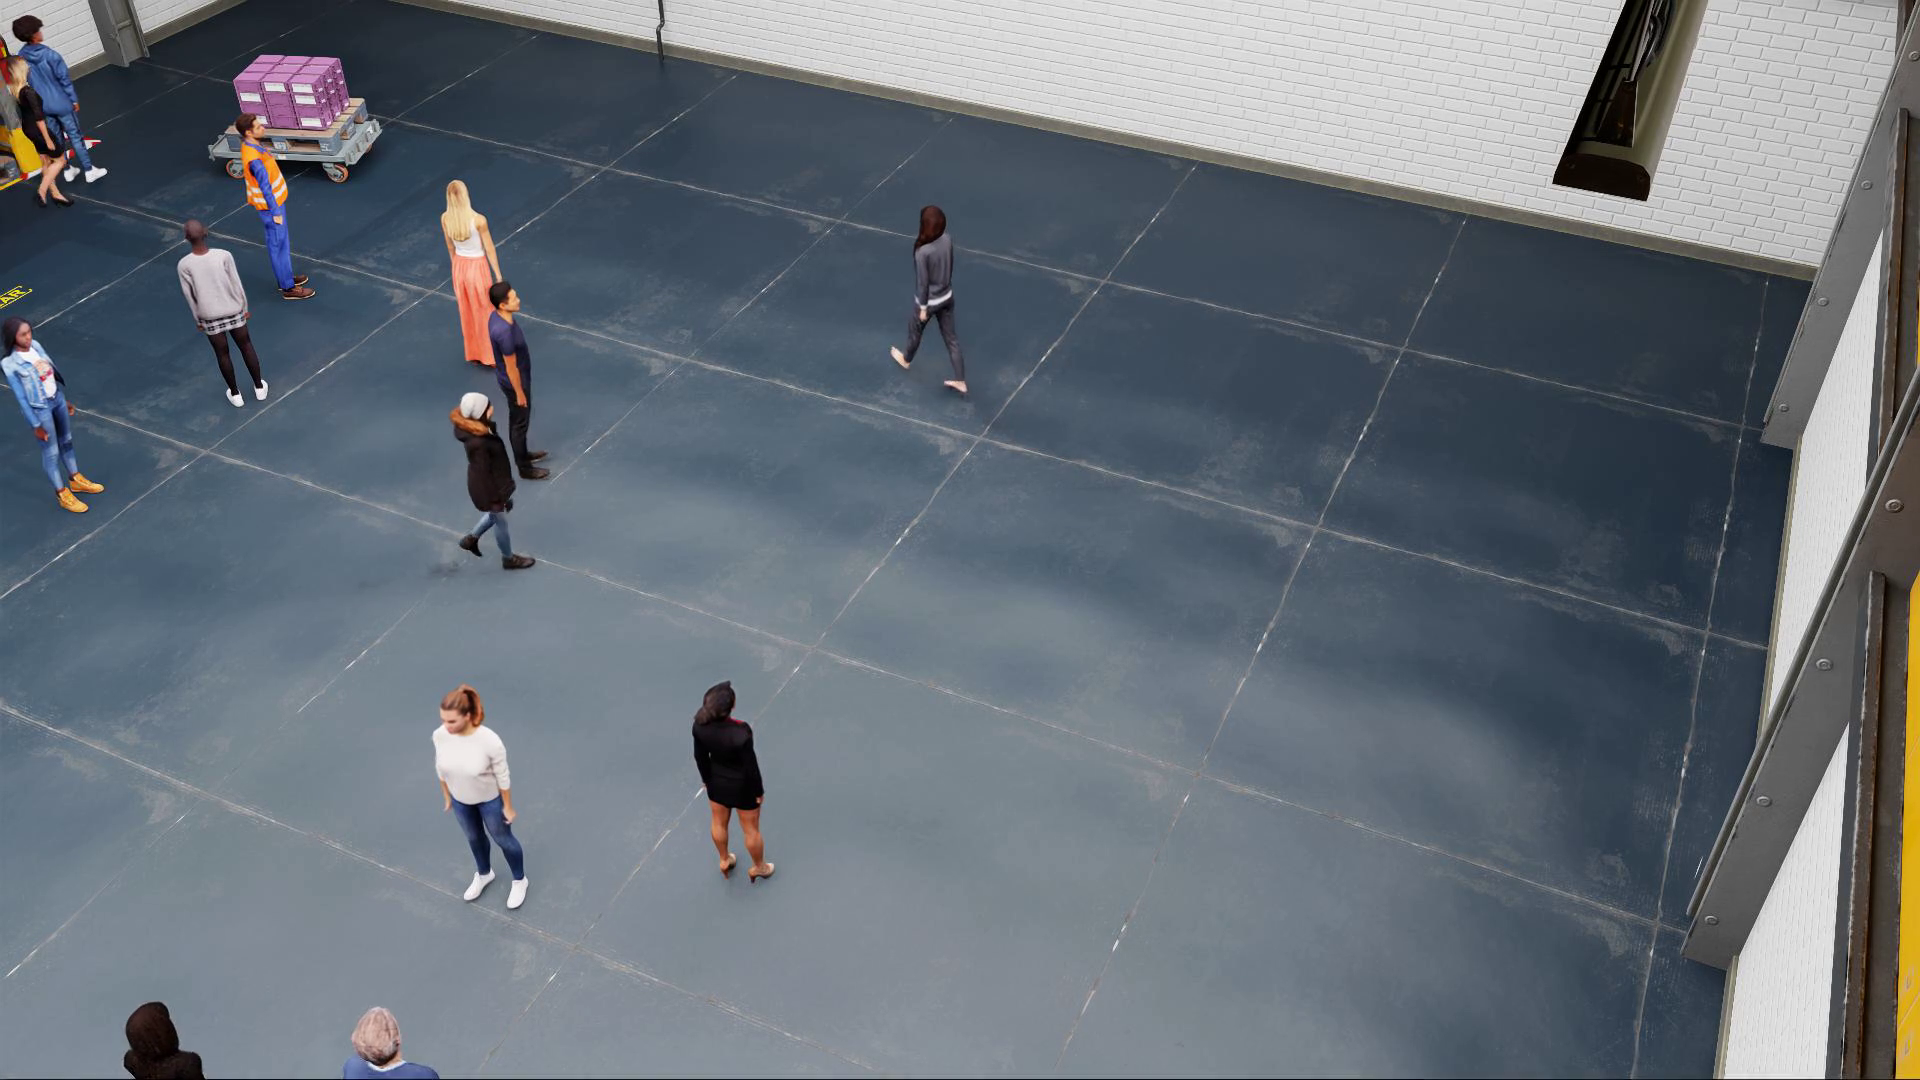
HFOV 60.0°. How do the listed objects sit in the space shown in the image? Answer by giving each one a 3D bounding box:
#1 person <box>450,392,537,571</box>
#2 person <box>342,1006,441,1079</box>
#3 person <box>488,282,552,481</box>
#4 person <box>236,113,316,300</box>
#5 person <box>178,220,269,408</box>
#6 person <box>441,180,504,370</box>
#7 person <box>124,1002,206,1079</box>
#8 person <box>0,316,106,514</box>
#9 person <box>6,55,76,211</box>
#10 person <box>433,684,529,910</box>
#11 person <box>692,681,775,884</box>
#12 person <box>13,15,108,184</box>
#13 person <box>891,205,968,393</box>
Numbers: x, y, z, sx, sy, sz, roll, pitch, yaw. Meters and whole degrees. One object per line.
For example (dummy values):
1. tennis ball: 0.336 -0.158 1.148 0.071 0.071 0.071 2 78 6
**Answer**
1. person: -3.628 -0.418 12.579 0.911 1.627 0.863 -9 40 -11
2. person: -2.698 3.013 8.111 0.771 1.840 0.946 13 40 16
3. person: -3.643 -1.312 13.568 0.769 1.790 0.698 -11 40 -14
4. person: -6.583 -3.197 15.870 0.827 1.863 0.797 -18 42 -21
5. person: -6.401 -1.968 14.404 0.668 1.772 0.762 -19 42 -22
6. person: -4.359 -2.367 14.880 0.640 1.801 0.602 12 40 15
7. person: -3.925 2.964 8.342 0.667 1.630 0.716 4 39 5
8. person: -7.302 -1.025 13.268 0.722 1.715 0.559 4 39 6
9. person: -9.621 -4.169 17.245 0.699 1.665 0.781 27 46 29
10. person: -2.898 1.548 10.043 0.641 1.719 0.574 10 40 12
11. person: -1.387 1.499 10.168 0.581 1.639 0.634 13 40 16
12. person: -9.700 -4.713 17.813 0.734 1.806 0.669 4 39 5
13. person: -0.160 -2.068 14.574 1.150 1.715 0.959 -32 48 -33
